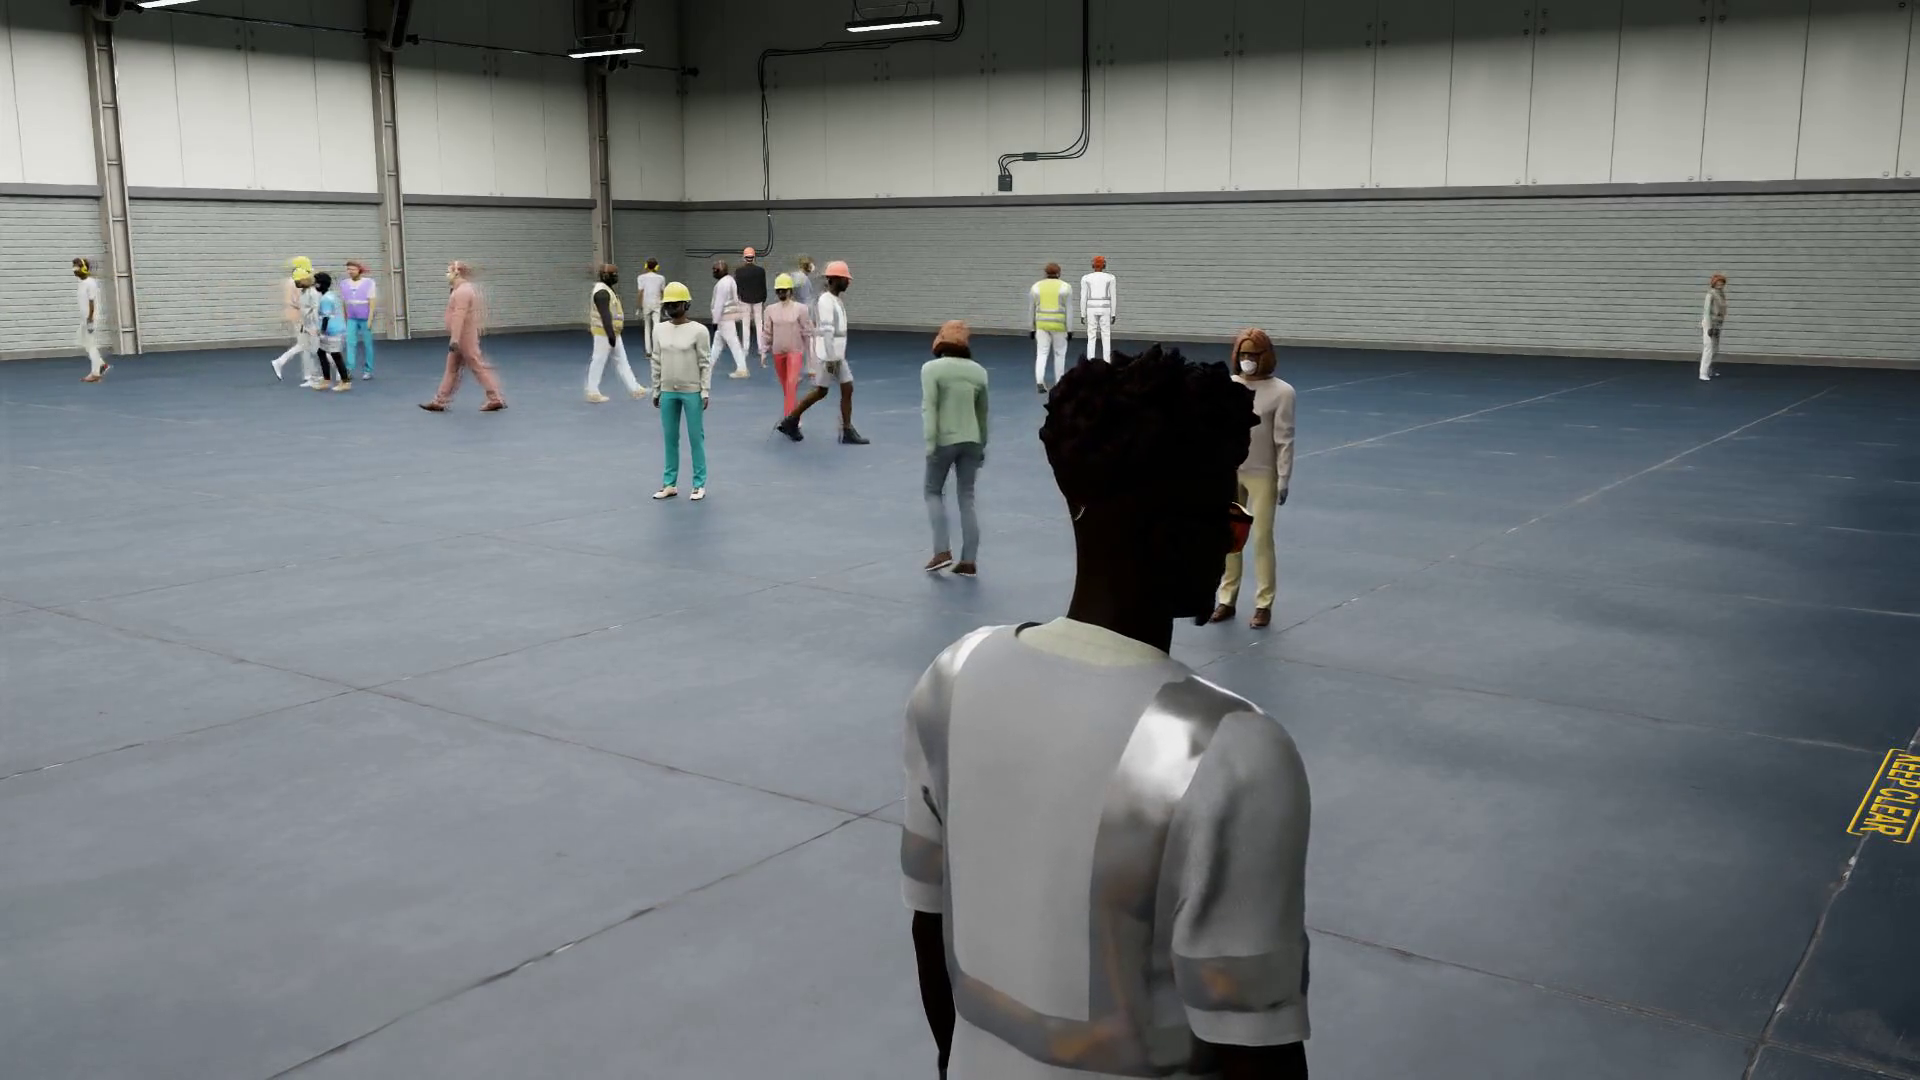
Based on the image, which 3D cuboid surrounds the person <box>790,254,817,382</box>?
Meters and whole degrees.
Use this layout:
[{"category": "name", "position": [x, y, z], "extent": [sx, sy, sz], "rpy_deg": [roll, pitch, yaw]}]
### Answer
[{"category": "person", "position": [-2.297, -3.305, 24.869], "extent": [0.843, 1.909, 0.630], "rpy_deg": [-1, 10, -7]}]

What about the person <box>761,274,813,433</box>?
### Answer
[{"category": "person", "position": [-1.932, -2.022, 18.147], "extent": [0.550, 1.726, 0.857], "rpy_deg": [3, 11, 19]}]

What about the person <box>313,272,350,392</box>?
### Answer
[{"category": "person", "position": [-8.840, -2.885, 23.140], "extent": [0.637, 1.671, 0.553], "rpy_deg": [-3, 11, -17]}]

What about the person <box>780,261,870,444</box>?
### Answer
[{"category": "person", "position": [-1.412, -1.935, 17.230], "extent": [0.905, 1.904, 0.563], "rpy_deg": [2, 10, 13]}]

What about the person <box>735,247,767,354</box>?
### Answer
[{"category": "person", "position": [-3.941, -4.498, 31.308], "extent": [0.611, 1.996, 0.379], "rpy_deg": [-4, 11, -20]}]

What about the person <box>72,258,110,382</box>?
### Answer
[{"category": "person", "position": [-13.108, -3.294, 24.951], "extent": [0.405, 1.856, 0.556], "rpy_deg": [-9, 14, -41]}]

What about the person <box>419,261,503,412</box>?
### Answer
[{"category": "person", "position": [-6.157, -2.495, 20.488], "extent": [1.018, 1.852, 0.659], "rpy_deg": [-3, 11, -19]}]

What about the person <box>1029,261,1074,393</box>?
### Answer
[{"category": "person", "position": [1.279, -2.960, 23.174], "extent": [0.636, 1.835, 0.605], "rpy_deg": [3, 11, 18]}]

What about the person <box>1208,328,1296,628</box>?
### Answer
[{"category": "person", "position": [1.569, -0.335, 9.033], "extent": [0.500, 1.626, 0.307], "rpy_deg": [8, 13, 37]}]

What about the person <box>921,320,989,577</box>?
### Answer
[{"category": "person", "position": [-0.028, -0.572, 10.448], "extent": [0.529, 1.589, 0.502], "rpy_deg": [-6, 12, -30]}]

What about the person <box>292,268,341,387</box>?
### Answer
[{"category": "person", "position": [-9.373, -3.092, 24.217], "extent": [0.598, 1.709, 0.537], "rpy_deg": [-10, 14, -44]}]

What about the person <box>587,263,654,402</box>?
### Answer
[{"category": "person", "position": [-4.479, -2.697, 21.742], "extent": [0.920, 1.804, 0.656], "rpy_deg": [0, 10, -1]}]

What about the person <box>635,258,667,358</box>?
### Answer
[{"category": "person", "position": [-5.534, -4.126, 29.785], "extent": [0.575, 1.817, 0.998], "rpy_deg": [-2, 10, -10]}]

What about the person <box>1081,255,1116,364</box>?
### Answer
[{"category": "person", "position": [2.246, -3.668, 26.977], "extent": [0.573, 1.883, 0.357], "rpy_deg": [1, 10, 6]}]

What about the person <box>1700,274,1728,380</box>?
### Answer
[{"category": "person", "position": [11.470, -3.232, 25.297], "extent": [0.642, 1.609, 0.398], "rpy_deg": [-9, 13, -41]}]

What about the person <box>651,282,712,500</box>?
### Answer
[{"category": "person", "position": [-2.263, -1.200, 13.479], "extent": [0.526, 1.769, 0.330], "rpy_deg": [3, 11, 18]}]

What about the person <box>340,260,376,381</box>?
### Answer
[{"category": "person", "position": [-9.110, -3.300, 25.095], "extent": [0.567, 1.816, 0.790], "rpy_deg": [1, 10, 4]}]

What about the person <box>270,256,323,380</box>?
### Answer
[{"category": "person", "position": [-10.000, -3.318, 24.990], "extent": [0.742, 1.895, 0.629], "rpy_deg": [-8, 13, -38]}]

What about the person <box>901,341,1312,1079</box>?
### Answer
[{"category": "person", "position": [0.185, 0.745, 2.025], "extent": [0.361, 1.962, 0.612], "rpy_deg": [-8, 13, -39]}]

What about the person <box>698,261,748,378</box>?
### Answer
[{"category": "person", "position": [-3.725, -3.407, 25.768], "extent": [0.965, 1.789, 0.641], "rpy_deg": [1, 10, 5]}]
